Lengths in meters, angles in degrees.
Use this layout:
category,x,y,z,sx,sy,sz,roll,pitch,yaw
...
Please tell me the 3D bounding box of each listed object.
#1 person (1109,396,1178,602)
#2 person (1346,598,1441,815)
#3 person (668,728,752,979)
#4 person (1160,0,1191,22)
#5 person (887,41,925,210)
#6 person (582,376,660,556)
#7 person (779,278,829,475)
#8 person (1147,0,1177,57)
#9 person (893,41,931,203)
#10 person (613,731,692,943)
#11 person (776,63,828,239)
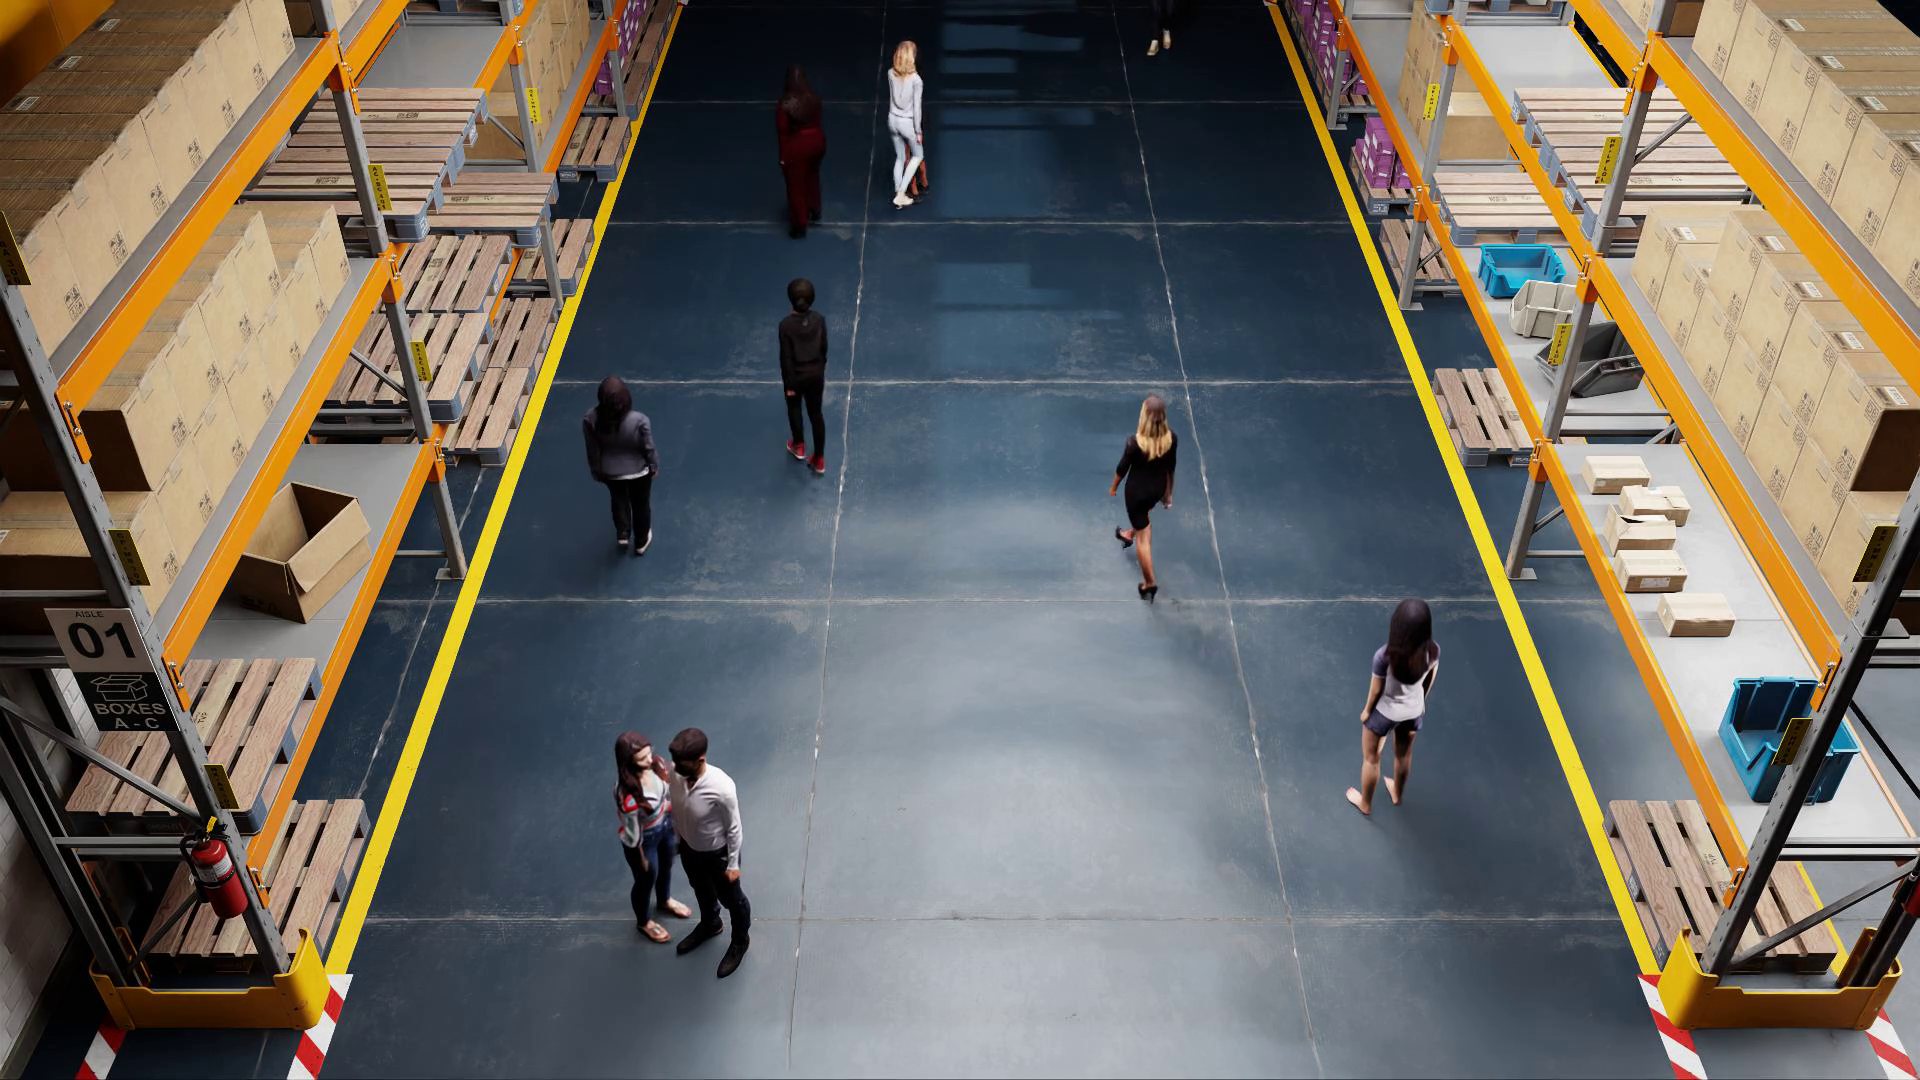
category,x,y,z,sx,sy,sz,roll,pitch,yaw
person,1.387,-0.262,12.134,0.846,1.640,1.085,-17,42,-20
person,2.728,1.047,10.442,0.642,1.705,0.598,-10,40,-12
person,-1.422,1.725,9.459,0.717,1.873,0.757,25,45,28
person,2.876,-7.479,21.090,0.983,1.740,1.188,17,42,20
person,-0.628,-4.161,16.907,0.765,1.776,0.813,24,44,27
person,-2.540,-0.515,12.495,0.693,1.585,0.672,3,39,4
person,-1.230,-1.277,13.403,0.770,1.642,0.858,-23,44,-26
person,2.477,-6.840,20.178,0.756,1.881,0.788,10,40,12
person,-0.499,-4.306,17.125,0.828,1.732,0.630,18,42,21
person,-1.825,1.704,9.694,0.713,1.612,0.579,15,41,18
person,-1.509,-3.864,16.572,0.841,1.729,0.881,-29,47,-31
